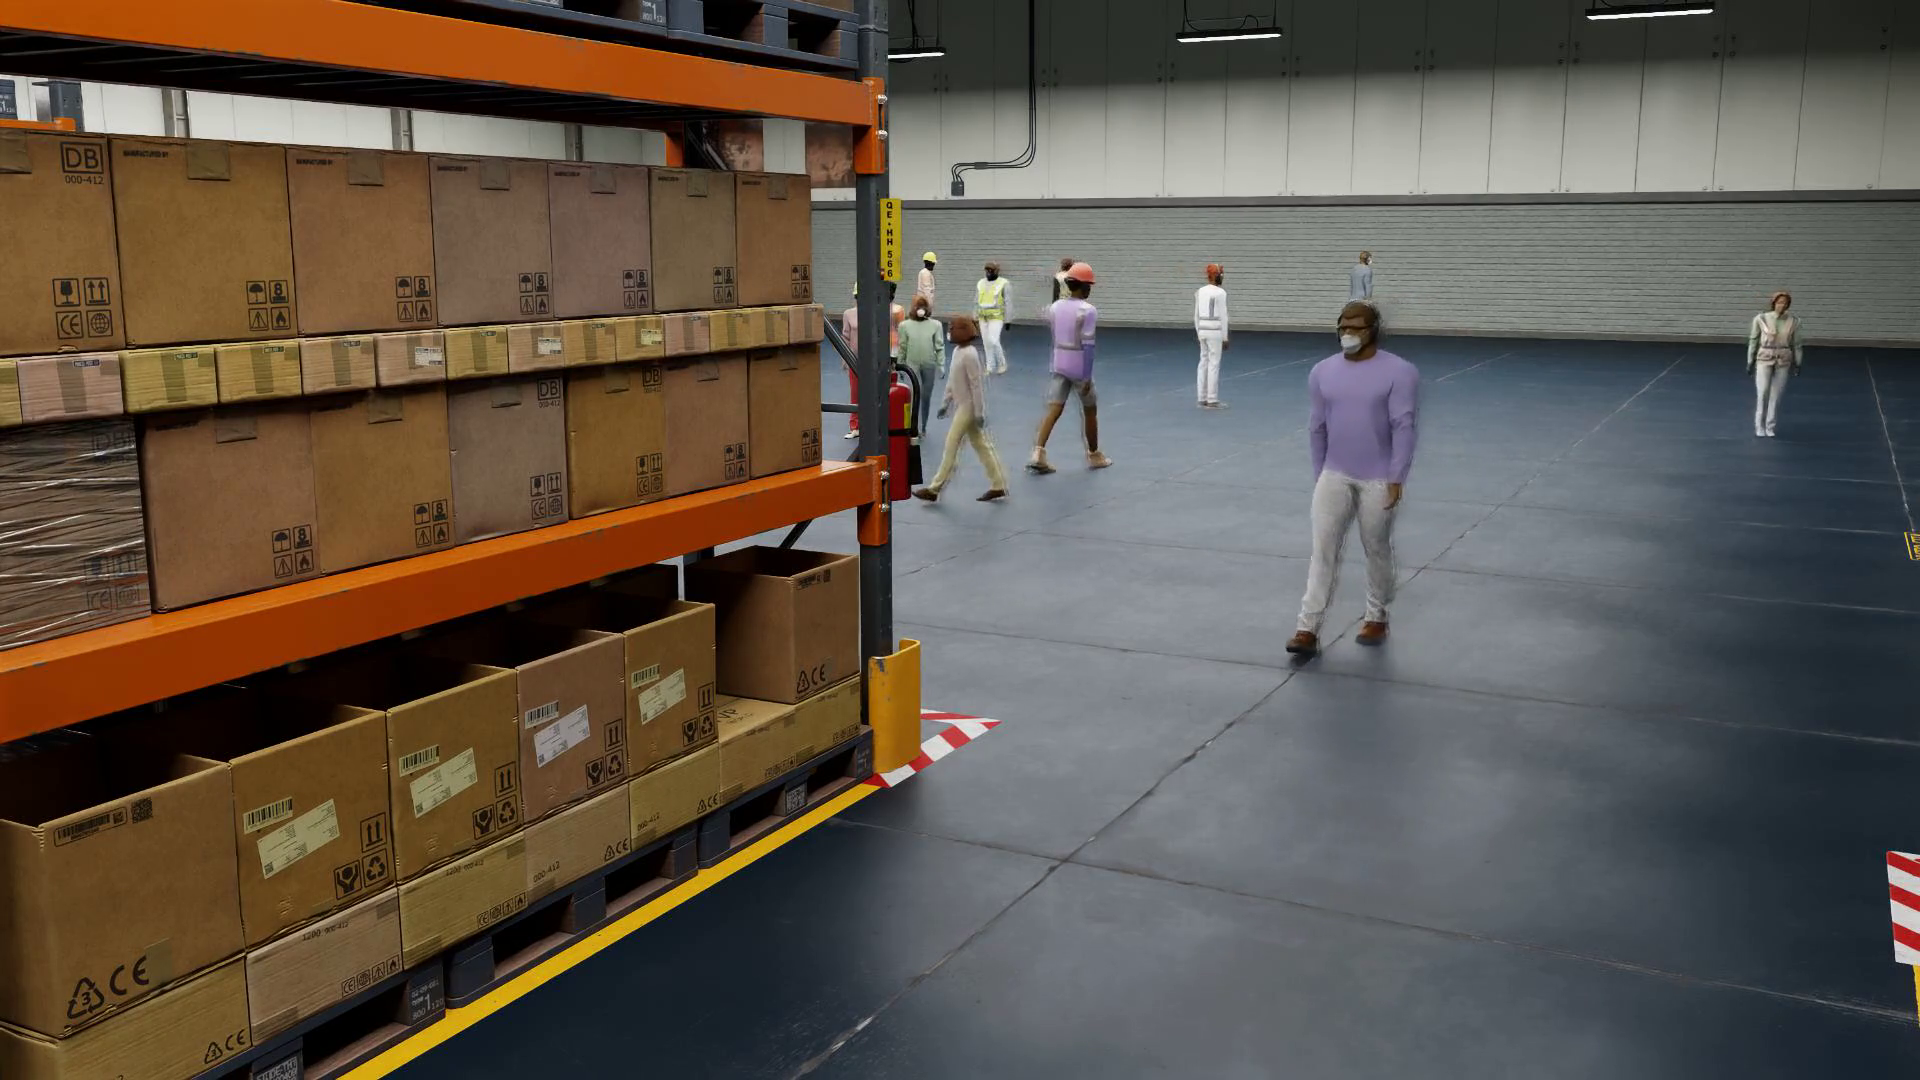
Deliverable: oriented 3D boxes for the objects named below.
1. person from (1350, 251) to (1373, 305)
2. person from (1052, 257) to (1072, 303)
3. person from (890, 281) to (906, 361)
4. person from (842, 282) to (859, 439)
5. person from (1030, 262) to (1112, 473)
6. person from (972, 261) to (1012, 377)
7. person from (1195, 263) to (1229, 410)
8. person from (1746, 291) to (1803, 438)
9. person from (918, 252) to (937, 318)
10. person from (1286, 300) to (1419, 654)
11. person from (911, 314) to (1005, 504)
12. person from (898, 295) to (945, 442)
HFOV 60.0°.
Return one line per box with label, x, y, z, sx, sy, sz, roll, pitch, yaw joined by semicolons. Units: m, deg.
person;7.894;-4.708;32.702;0.359;1.936;0.632;-4;11;-19
person;2.020;-4.354;31.060;0.641;1.830;0.606;-4;11;-20
person;-0.929;-2.534;21.627;0.549;1.644;0.890;6;12;29
person;-1.050;-1.983;18.310;0.534;1.766;0.317;2;11;12
person;1.039;-1.620;15.740;0.610;1.997;1.046;10;14;43
person;0.491;-3.504;26.427;0.633;1.828;0.445;8;13;38
person;3.259;-2.626;21.491;0.338;1.882;0.583;-5;12;-26
person;9.015;-1.927;18.373;0.546;1.615;0.589;2;11;13
person;-0.622;-4.548;31.880;0.392;1.917;0.589;-1;10;-7
person;2.107;-0.325;8.934;0.639;1.897;0.883;7;12;32
person;-0.003;-1.091;13.919;0.867;1.586;0.499;-2;11;-10
person;-0.429;-1.908;18.359;0.509;1.603;0.799;-2;11;-9
